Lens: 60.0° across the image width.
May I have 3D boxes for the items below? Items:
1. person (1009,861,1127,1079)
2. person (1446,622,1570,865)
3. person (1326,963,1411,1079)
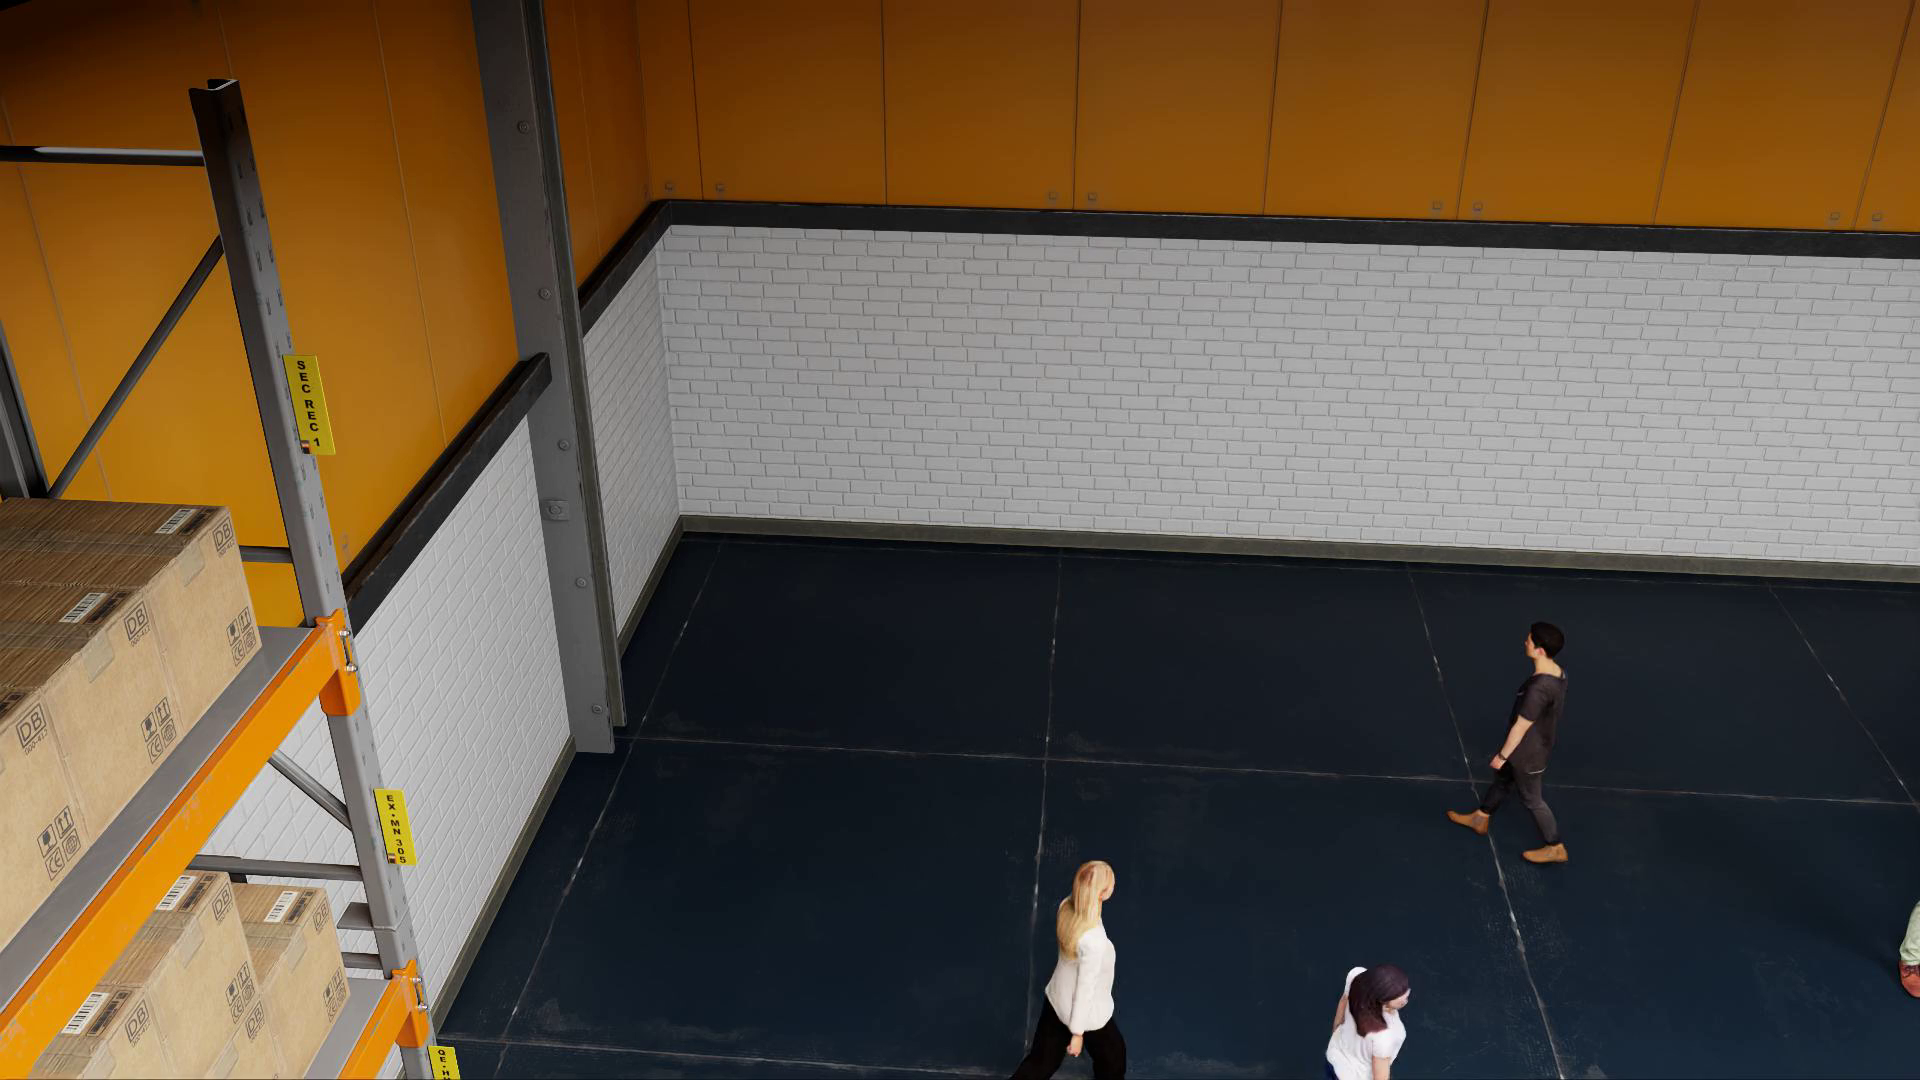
[{"bbox_3d":[0.498,2.434,8.445,1.049,1.813,1.178,-12,31,-20],"label":"person"},{"bbox_3d":[3.700,1.338,10.592,0.967,1.682,1.086,15,32,26],"label":"person"},{"bbox_3d":[1.919,2.632,8.251,0.897,1.652,0.640,-14,32,-24],"label":"person"}]
